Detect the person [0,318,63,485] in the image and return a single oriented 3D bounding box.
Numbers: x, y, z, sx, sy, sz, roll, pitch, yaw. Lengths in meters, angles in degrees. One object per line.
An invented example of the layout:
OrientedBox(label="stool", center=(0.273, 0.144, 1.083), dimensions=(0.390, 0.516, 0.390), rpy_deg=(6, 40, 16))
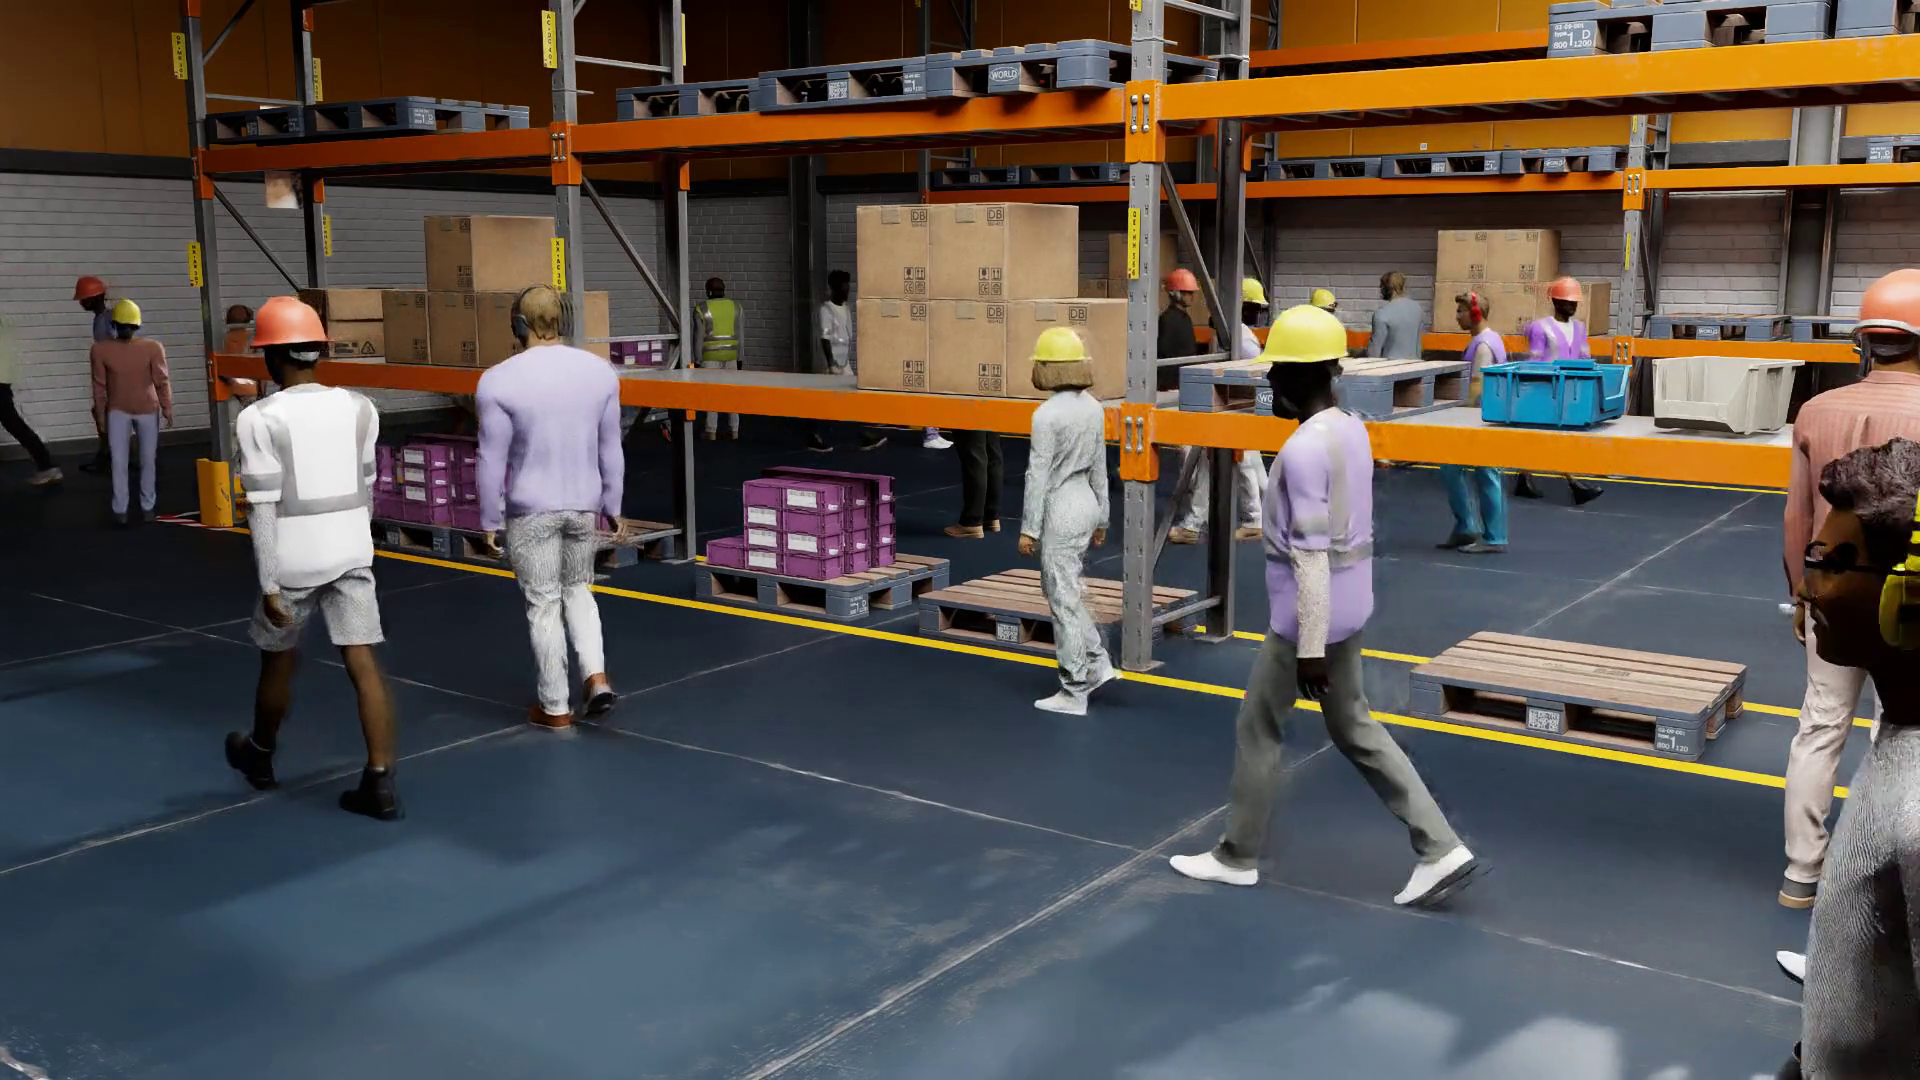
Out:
OrientedBox(label="person", center=(-8.657, -1.428, 14.877), dimensions=(1.067, 1.938, 0.630), rpy_deg=(-5, 11, -25))

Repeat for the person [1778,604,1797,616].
OrientedBox(label="person", center=(4.972, -0.275, 9.017), dimensions=(0.877, 1.581, 0.519), rpy_deg=(9, 13, 42))

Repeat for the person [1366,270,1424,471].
OrientedBox(label="person", center=(4.145, -1.611, 15.954), dimensions=(0.674, 1.931, 0.426), rpy_deg=(-7, 12, -34))

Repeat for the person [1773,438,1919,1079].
OrientedBox(label="person", center=(1.186, 0.786, 2.017), dimensions=(0.976, 1.832, 0.511), rpy_deg=(8, 12, 39))

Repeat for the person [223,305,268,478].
OrientedBox(label="person", center=(-6.601, -1.357, 15.378), dimensions=(0.538, 1.608, 0.724), rpy_deg=(0, 10, 3))

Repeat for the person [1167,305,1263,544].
OrientedBox(label="person", center=(1.817, -0.867, 11.920), dimensions=(0.915, 1.796, 0.622), rpy_deg=(-1, 10, -4))

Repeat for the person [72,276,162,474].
OrientedBox(label="person", center=(-8.090, -1.558, 15.841), dimensions=(0.860, 1.867, 0.561), rpy_deg=(-7, 12, -36))

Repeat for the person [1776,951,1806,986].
OrientedBox(label="person", center=(2.519, 0.401, 4.135), dimensions=(0.904, 1.868, 0.679), rpy_deg=(6, 11, 32))

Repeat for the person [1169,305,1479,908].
OrientedBox(label="person", center=(1.170, 0.218, 5.186), dimensions=(0.935, 1.896, 0.604), rpy_deg=(5, 11, 28))

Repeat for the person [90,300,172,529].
OrientedBox(label="person", center=(-6.258, -0.942, 12.602), dimensions=(0.525, 1.719, 0.829), rpy_deg=(-5, 11, -28))

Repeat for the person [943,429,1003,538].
OrientedBox(label="person", center=(0.078, -1.040, 12.233), dimensions=(0.538, 2.000, 0.683), rpy_deg=(4, 11, 25))

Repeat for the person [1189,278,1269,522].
OrientedBox(label="person", center=(2.197, -1.049, 12.748), dimensions=(0.927, 1.877, 0.583), rpy_deg=(2, 10, 12))

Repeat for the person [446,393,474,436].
OrientedBox(label="person", center=(-4.706, -1.598, 16.067), dimensions=(1.052, 1.876, 0.554), rpy_deg=(5, 11, 25))

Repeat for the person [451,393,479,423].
OrientedBox(label="person", center=(-4.390, -1.342, 15.321), dimensions=(0.531, 1.588, 0.795), rpy_deg=(-6, 11, -33))

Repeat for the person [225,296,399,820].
OrientedBox(label="person", center=(-2.426, 0.058, 6.150), dimensions=(0.975, 1.887, 0.550), rpy_deg=(9, 13, 43))

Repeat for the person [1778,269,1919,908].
OrientedBox(label="person", center=(2.776, 0.194, 5.015), dimensions=(0.375, 1.997, 0.612), rpy_deg=(-5, 11, -27))

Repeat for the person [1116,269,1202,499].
OrientedBox(label="person", center=(1.785, -1.335, 14.234), dimensions=(0.929, 1.966, 0.622), rpy_deg=(4, 10, 25))

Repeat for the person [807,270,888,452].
OrientedBox(label="person", center=(-1.233, -1.862, 17.472), dimensions=(0.971, 1.917, 0.626), rpy_deg=(5, 11, 28))

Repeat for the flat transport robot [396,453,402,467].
OrientedBox(label="flat transport robot", center=(-5.140, -0.638, 15.098), dimensions=(0.652, 0.197, 1.431), rpy_deg=(-3, 10, -17))

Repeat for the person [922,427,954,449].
OrientedBox(label="person", center=(-0.250, -1.937, 18.010), dimensions=(0.404, 1.900, 0.638), rpy_deg=(1, 10, 6))

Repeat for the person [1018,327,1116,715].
OrientedBox(label="person", center=(0.454, -0.077, 7.414), dimensions=(0.382, 1.732, 0.486), rpy_deg=(6, 11, 31))

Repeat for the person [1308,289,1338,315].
OrientedBox(label="person", center=(3.254, -1.372, 15.028), dimensions=(0.309, 1.769, 0.524), rpy_deg=(5, 11, 27))

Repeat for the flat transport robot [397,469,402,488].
OrientedBox(label="flat transport robot", center=(-4.558, -0.489, 14.211), dimensions=(1.431, 0.197, 0.652), rpy_deg=(-3, 10, -18))

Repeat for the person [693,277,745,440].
OrientedBox(label="person", center=(-2.743, -2.047, 18.834), dimensions=(0.625, 1.841, 0.429), rpy_deg=(-6, 11, -31))

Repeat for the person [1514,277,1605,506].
OrientedBox(label="person", center=(5.025, -1.231, 13.839), dimensions=(0.552, 1.869, 1.028), rpy_deg=(-5, 11, -29))

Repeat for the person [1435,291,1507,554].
OrientedBox(label="person", center=(3.512, -0.794, 11.438), dimensions=(0.584, 1.815, 0.554), rpy_deg=(1, 10, 6))

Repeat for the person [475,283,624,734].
OrientedBox(label="person", center=(-1.745, -0.119, 7.079), dimensions=(0.653, 1.927, 0.431), rpy_deg=(-8, 12, -40))
